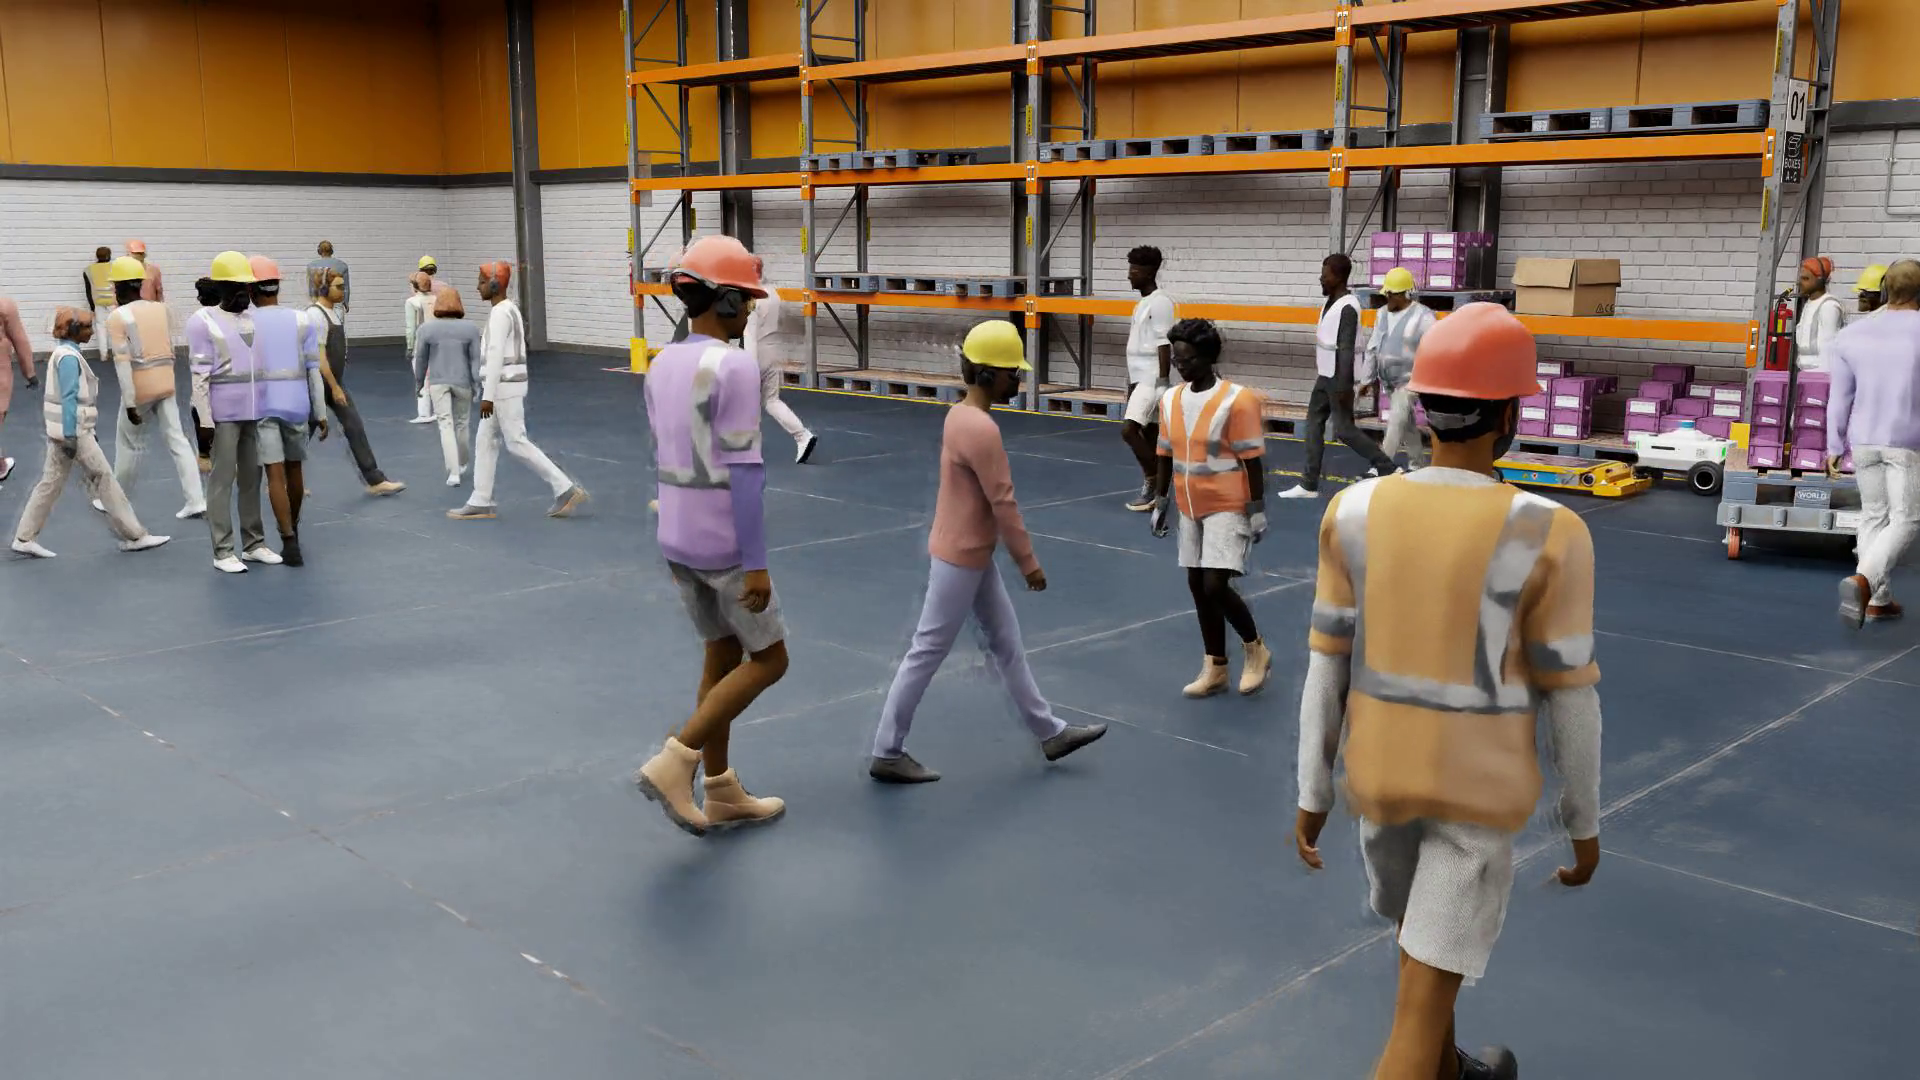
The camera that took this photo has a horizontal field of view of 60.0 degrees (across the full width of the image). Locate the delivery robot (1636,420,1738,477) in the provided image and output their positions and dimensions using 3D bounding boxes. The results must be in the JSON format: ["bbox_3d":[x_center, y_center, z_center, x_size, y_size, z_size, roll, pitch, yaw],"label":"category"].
[{"bbox_3d":[5.758,-0.706,13.195,0.707,0.478,0.477,9,14,40],"label":"delivery robot"}]

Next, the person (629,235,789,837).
[{"bbox_3d":[-0.840,0.013,5.525,0.563,2.021,0.641,-8,13,-36],"label":"person"}]

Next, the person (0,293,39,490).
[{"bbox_3d":[-7.778,-1.334,13.327,0.647,1.856,0.994,-1,10,-4],"label":"person"}]

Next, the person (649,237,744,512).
[{"bbox_3d":[-1.884,-1.132,11.718,0.867,2.000,0.687,-1,10,-5],"label":"person"}]

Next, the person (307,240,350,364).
[{"bbox_3d":[-9.886,-3.715,26.081,0.631,1.940,0.372,-8,13,-36],"label":"person"}]

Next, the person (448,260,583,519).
[{"bbox_3d":[-3.184,-1.056,11.837,0.914,1.856,0.588,-3,11,-14],"label":"person"}]

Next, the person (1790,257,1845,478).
[{"bbox_3d":[6.621,-1.233,12.770,0.520,1.862,0.596,2,11,9],"label":"person"}]

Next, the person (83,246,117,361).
[{"bbox_3d":[-13.778,-3.820,26.920,0.631,1.842,0.429,-1,10,-4],"label":"person"}]

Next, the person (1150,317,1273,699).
[{"bbox_3d":[1.075,-0.127,7.214,0.374,1.673,0.560,-8,13,-36],"label":"person"}]

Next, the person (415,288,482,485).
[{"bbox_3d":[-4.198,-1.266,13.674,0.517,1.587,0.845,-4,11,-23],"label":"person"}]

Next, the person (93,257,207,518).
[{"bbox_3d":[-5.832,-1.077,11.887,1.015,1.873,0.585,5,11,24],"label":"person"}]

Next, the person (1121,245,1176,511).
[{"bbox_3d":[1.339,-1.166,12.135,0.464,1.949,0.643,-1,10,-6],"label":"person"}]

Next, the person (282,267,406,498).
[{"bbox_3d":[-4.879,-1.195,12.788,1.024,1.787,0.514,1,10,3],"label":"person"}]

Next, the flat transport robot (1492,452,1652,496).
[{"bbox_3d":[4.729,-0.553,13.386,1.431,0.197,0.652,9,14,41],"label":"flat transport robot"}]

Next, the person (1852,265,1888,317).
[{"bbox_3d":[6.789,-1.132,12.377,0.432,1.813,0.641,4,11,21],"label":"person"}]

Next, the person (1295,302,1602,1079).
[{"bbox_3d":[0.981,0.481,3.339,0.561,1.891,1.003,9,14,41],"label":"person"}]

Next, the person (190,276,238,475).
[{"bbox_3d":[-6.313,-1.378,14.044,0.674,1.666,0.562,4,11,23],"label":"person"}]

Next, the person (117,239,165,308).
[{"bbox_3d":[-11.249,-3.145,22.901,0.631,1.966,0.786,-8,13,-36],"label":"person"}]

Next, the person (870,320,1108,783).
[{"bbox_3d":[0.093,0.060,6.107,0.937,1.712,0.519,-1,10,-4],"label":"person"}]

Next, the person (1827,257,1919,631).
[{"bbox_3d":[4.728,-0.475,8.485,0.828,1.920,0.637,-8,13,-37],"label":"person"}]

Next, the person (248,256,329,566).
[{"bbox_3d":[-4.313,-0.820,10.434,0.564,1.882,0.972,-7,13,-35],"label":"person"}]

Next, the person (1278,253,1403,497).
[{"bbox_3d":[2.946,-1.240,12.730,0.863,1.894,0.597,0,10,-2],"label":"person"}]

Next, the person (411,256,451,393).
[{"bbox_3d":[-6.667,-2.693,20.983,0.328,1.765,0.532,9,14,42],"label":"person"}]

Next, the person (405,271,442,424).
[{"bbox_3d":[-5.770,-2.074,17.949,0.309,1.640,0.519,5,11,25],"label":"person"}]

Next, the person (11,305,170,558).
[{"bbox_3d":[-5.578,-0.678,10.479,0.899,1.588,0.523,-7,12,-33],"label":"person"}]

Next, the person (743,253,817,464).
[{"bbox_3d":[-1.730,-1.586,14.651,0.845,1.878,0.642,4,11,20],"label":"person"}]

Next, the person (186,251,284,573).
[{"bbox_3d":[-4.363,-0.775,10.080,0.388,1.927,0.589,5,11,23],"label":"person"}]

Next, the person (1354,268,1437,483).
[{"bbox_3d":[3.496,-1.281,13.290,0.958,1.764,0.664,-6,12,-29],"label":"person"}]
